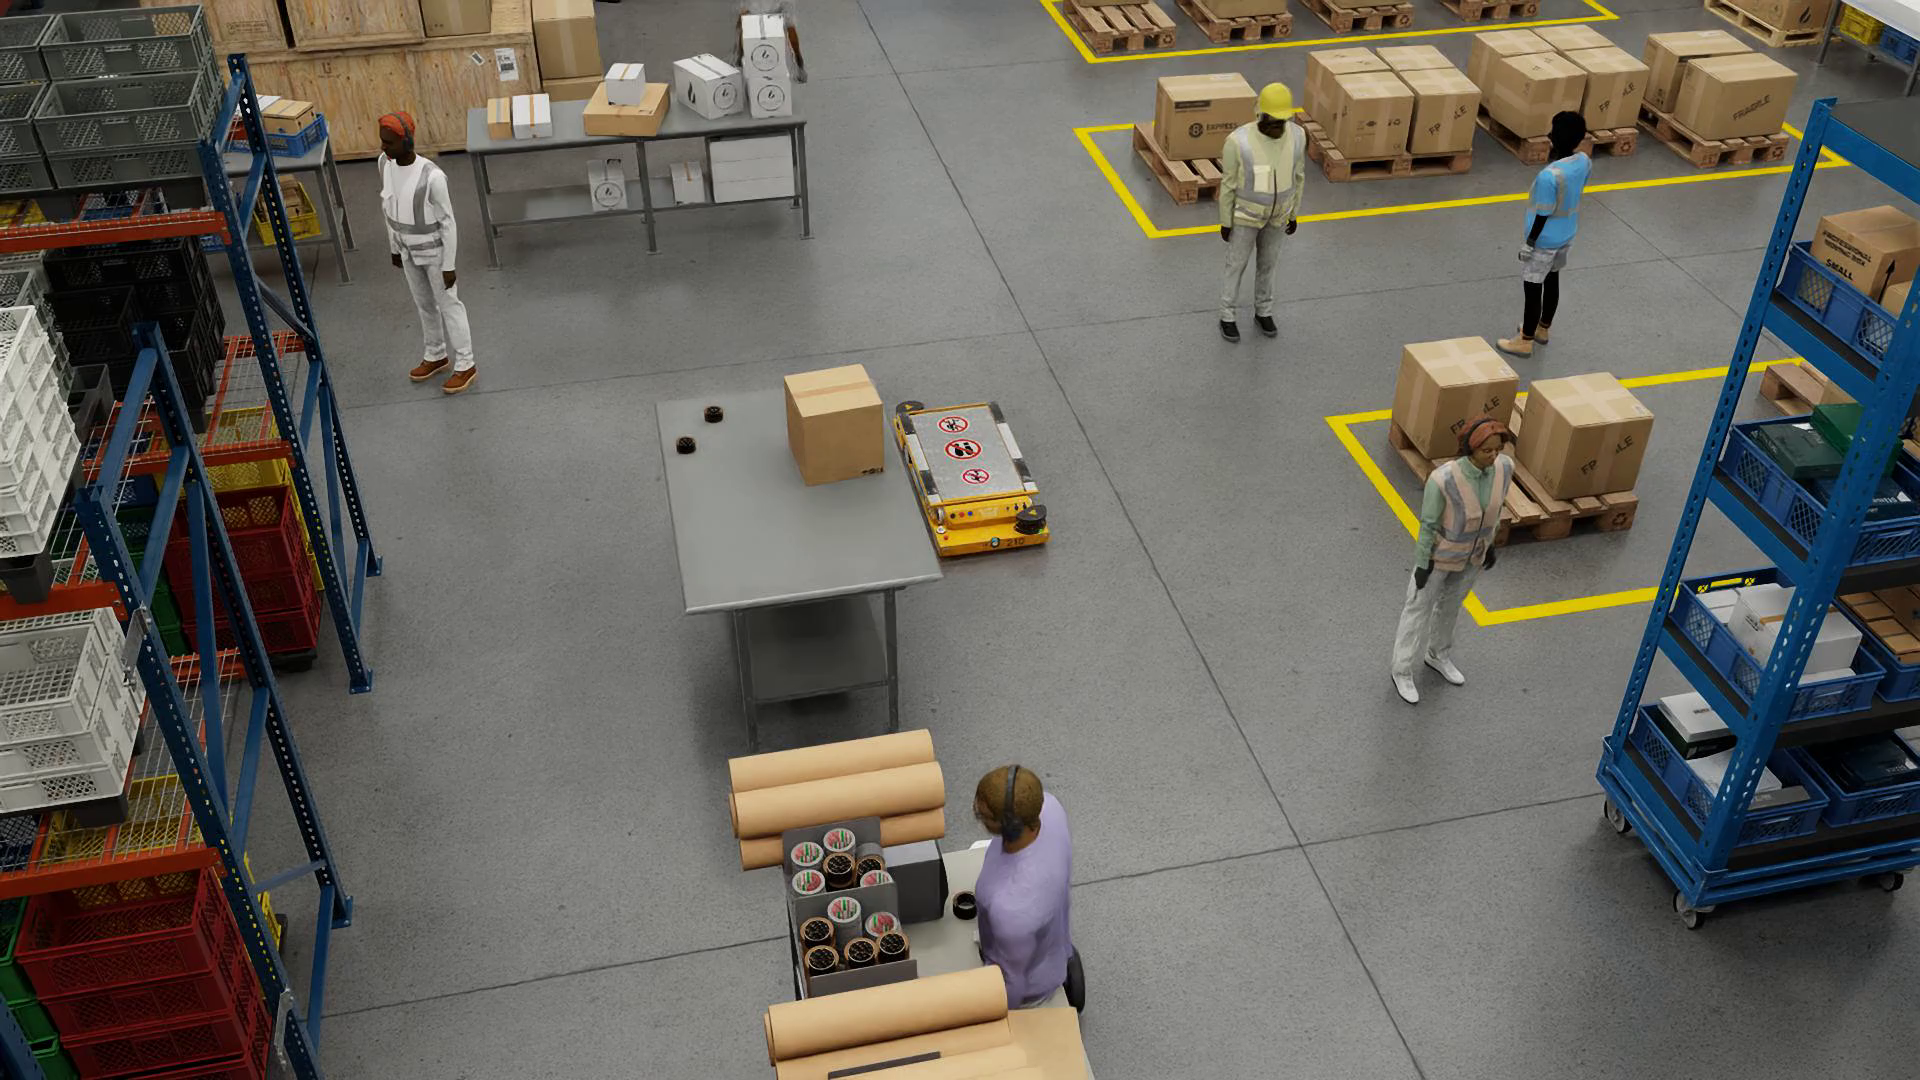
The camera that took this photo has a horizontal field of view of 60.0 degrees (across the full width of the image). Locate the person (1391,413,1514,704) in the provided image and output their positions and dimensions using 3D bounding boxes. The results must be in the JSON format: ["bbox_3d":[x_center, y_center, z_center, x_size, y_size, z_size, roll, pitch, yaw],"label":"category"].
[{"bbox_3d":[2.459,0.078,8.284,0.514,1.642,0.314,-16,39,-20],"label":"person"}]

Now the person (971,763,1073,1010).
[{"bbox_3d":[0.218,1.546,6.078,0.372,1.930,0.627,8,37,11],"label":"person"}]

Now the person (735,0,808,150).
[{"bbox_3d":[-1.518,-3.918,13.504,0.822,1.817,0.541,-29,45,-33],"label":"person"}]

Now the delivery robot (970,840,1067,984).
[{"bbox_3d":[0.234,1.591,7.081,0.477,0.478,0.707,-5,37,-6],"label":"delivery robot"}]

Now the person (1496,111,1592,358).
[{"bbox_3d":[3.908,-2.030,11.070,0.540,1.698,0.317,-30,46,-34],"label":"person"}]

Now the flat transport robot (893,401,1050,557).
[{"bbox_3d":[0.046,-0.430,10.108,0.652,0.197,1.431,-8,37,-10],"label":"flat transport robot"}]

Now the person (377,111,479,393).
[{"bbox_3d":[-3.443,-1.838,10.661,0.575,1.883,0.355,20,41,25],"label":"person"}]

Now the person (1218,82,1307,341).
[{"bbox_3d":[2.030,-2.207,11.207,0.591,1.826,0.403,-9,38,-11],"label":"person"}]
